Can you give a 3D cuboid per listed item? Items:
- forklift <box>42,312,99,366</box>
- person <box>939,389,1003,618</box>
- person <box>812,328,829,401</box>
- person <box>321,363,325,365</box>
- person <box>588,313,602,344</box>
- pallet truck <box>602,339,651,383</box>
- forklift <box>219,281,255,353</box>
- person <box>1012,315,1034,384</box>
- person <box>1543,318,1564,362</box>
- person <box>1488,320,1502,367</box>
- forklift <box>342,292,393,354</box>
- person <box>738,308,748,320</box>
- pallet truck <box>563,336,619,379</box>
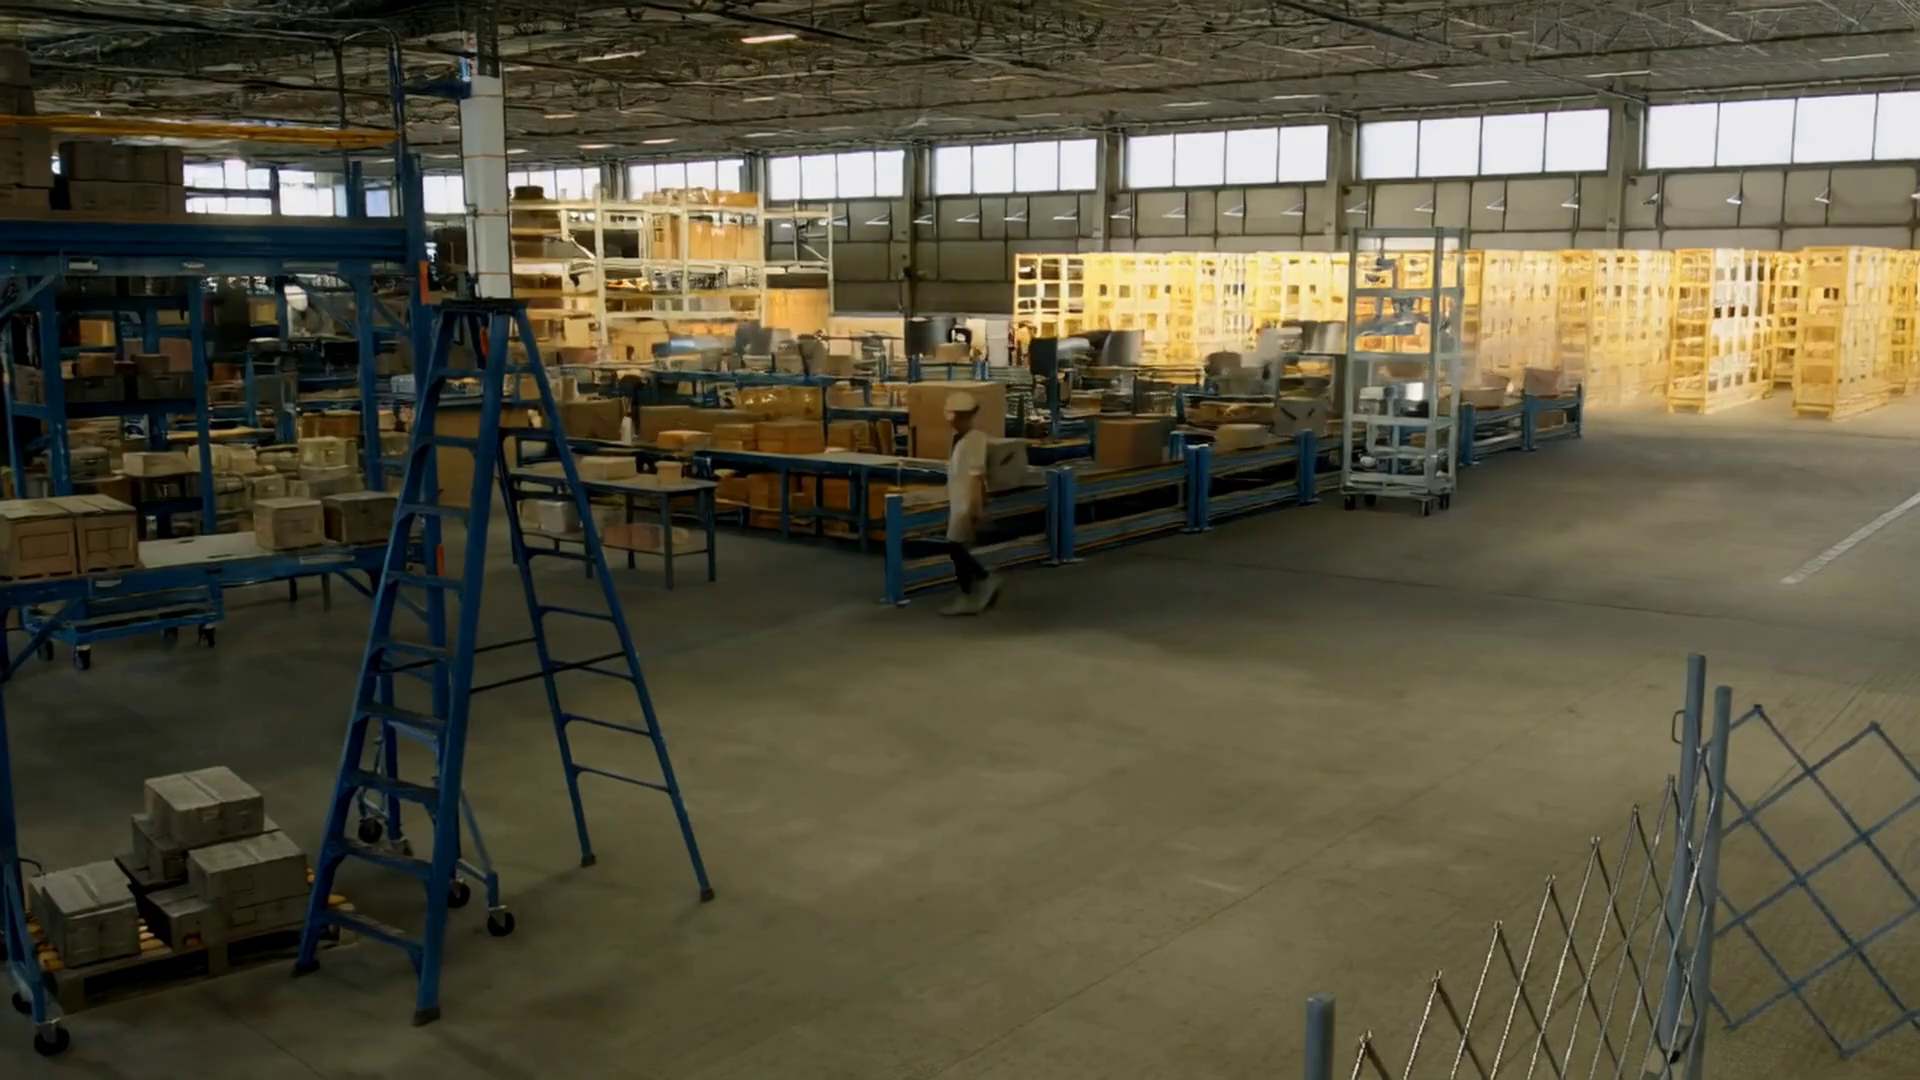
[{"bbox_3d":[-23.779,-5.451,44.052,1.873,2.768,1.129,7,11,36],"label":"forklift"},{"bbox_3d":[0.052,-0.312,14.610,0.475,2.025,0.625,-3,10,-18],"label":"person"},{"bbox_3d":[-3.192,-4.110,39.237,0.746,1.741,0.530,4,10,22],"label":"person"},{"bbox_3d":[-20.612,-6.478,53.392,0.547,1.938,0.379,2,9,12],"label":"person"},{"bbox_3d":[-12.580,-7.006,57.451,0.532,1.693,0.319,4,10,25],"label":"person"},{"bbox_3d":[-8.991,-4.871,45.351,0.653,1.274,1.630,7,11,37],"label":"pallet truck"},{"bbox_3d":[-19.473,-5.568,44.785,1.129,2.768,1.873,7,11,37],"label":"forklift"},{"bbox_3d":[1.729,-5.182,45.457,0.599,1.891,1.018,-6,11,-31],"label":"person"},{"bbox_3d":[16.363,-5.195,45.756,0.629,1.813,0.624,-3,10,-17],"label":"person"},{"bbox_3d":[15.026,-5.322,46.648,0.932,1.782,0.602,6,11,35],"label":"person"},{"bbox_3d":[-16.485,-5.622,45.120,1.129,2.768,1.873,7,11,37],"label":"forklift"},{"bbox_3d":[-8.282,-7.909,62.906,0.553,1.736,0.738,7,12,38],"label":"person"},{"bbox_3d":[-10.690,-5.294,48.215,1.601,1.201,0.680,-5,10,-26],"label":"pallet truck"}]
